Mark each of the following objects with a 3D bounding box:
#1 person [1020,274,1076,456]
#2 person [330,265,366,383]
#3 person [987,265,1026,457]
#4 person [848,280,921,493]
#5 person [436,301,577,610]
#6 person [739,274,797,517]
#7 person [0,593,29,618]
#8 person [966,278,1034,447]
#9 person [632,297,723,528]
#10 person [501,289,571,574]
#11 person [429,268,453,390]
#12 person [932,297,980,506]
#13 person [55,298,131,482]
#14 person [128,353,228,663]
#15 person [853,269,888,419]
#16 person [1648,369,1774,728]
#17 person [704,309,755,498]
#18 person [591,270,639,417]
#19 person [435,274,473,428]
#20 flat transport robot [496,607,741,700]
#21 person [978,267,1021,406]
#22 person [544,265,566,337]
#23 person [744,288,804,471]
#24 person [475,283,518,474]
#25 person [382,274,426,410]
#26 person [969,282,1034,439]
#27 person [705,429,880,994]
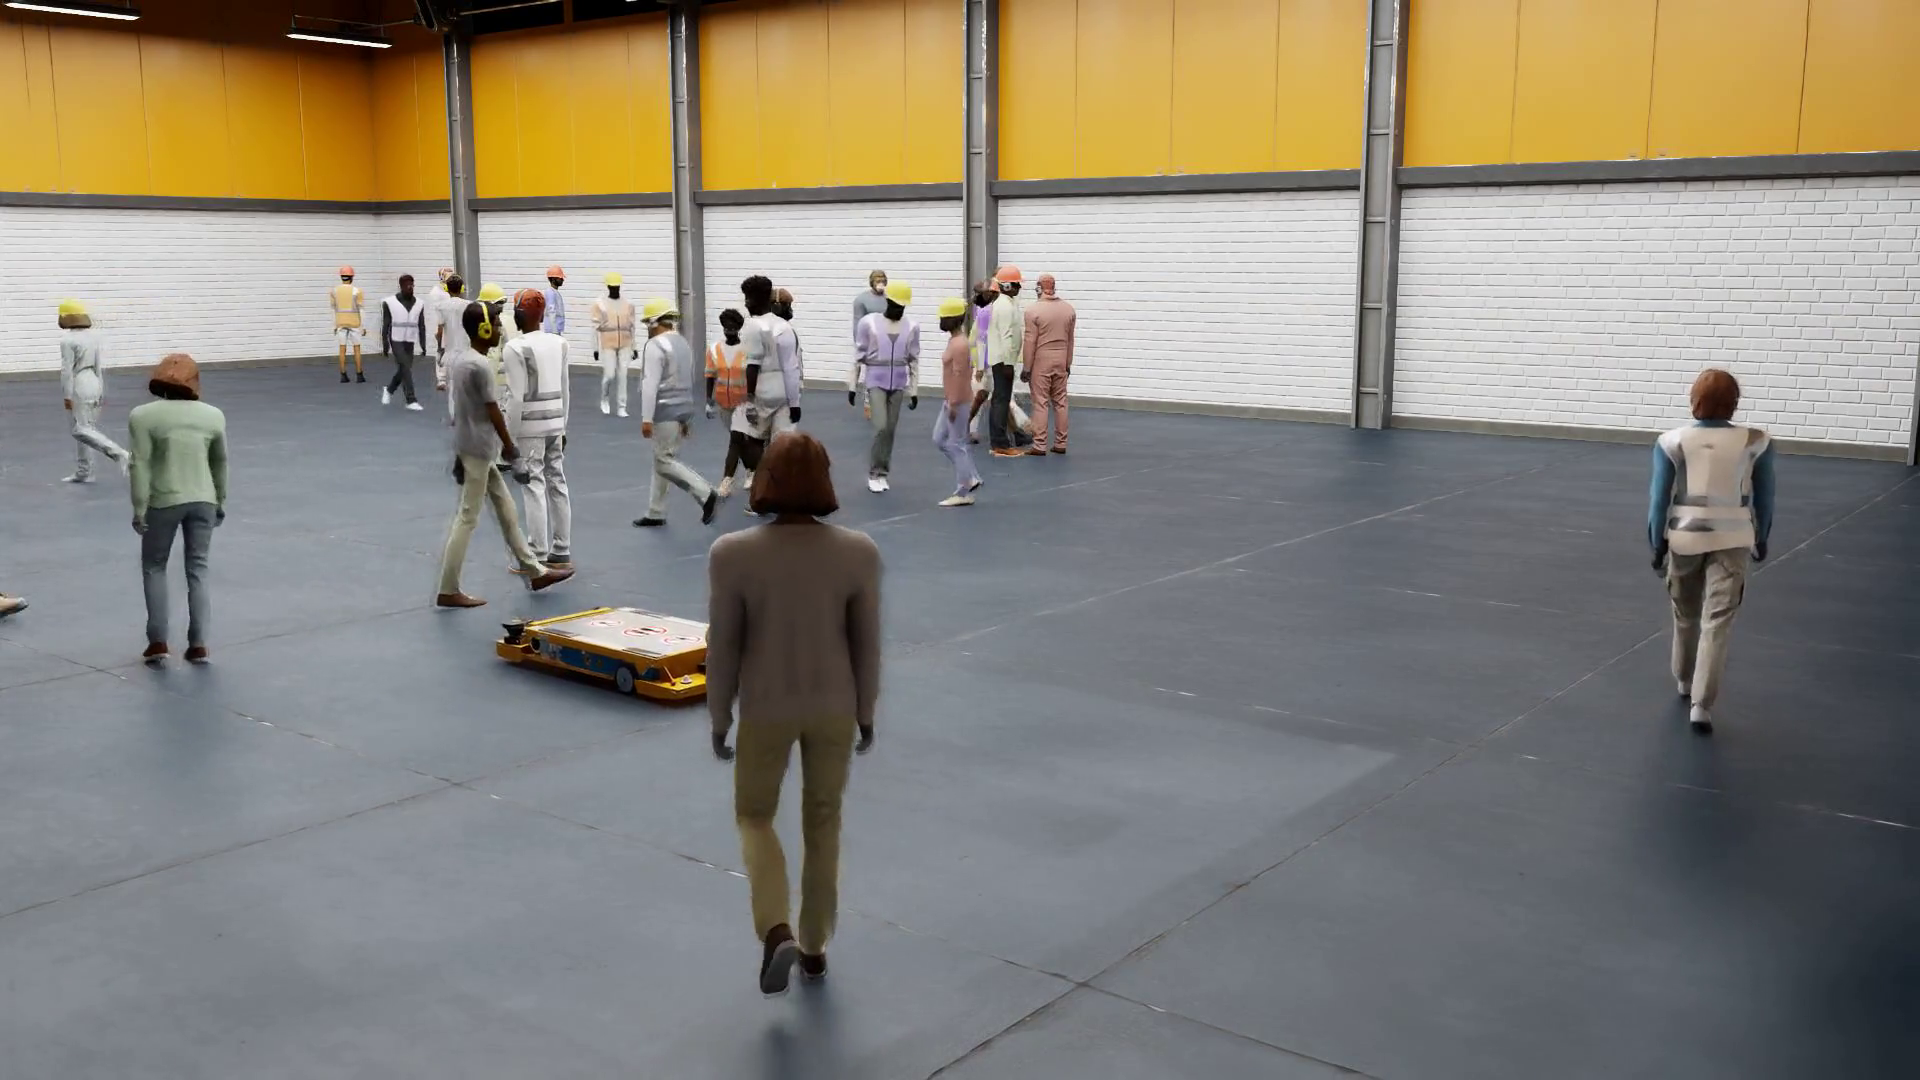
[{"bbox_3d":[0.905,-1.837,17.511,0.638,1.903,0.408,-7,12,-34],"label":"person"},{"bbox_3d":[-10.047,-3.546,27.365,0.542,1.935,0.377,-1,10,-5],"label":"person"},{"bbox_3d":[0.484,-1.867,17.410,0.394,1.993,0.612,-1,10,-6],"label":"person"},{"bbox_3d":[-0.636,-1.357,14.776,0.645,1.879,0.631,-4,11,-23],"label":"person"},{"bbox_3d":[-2.751,-0.505,9.978,0.933,1.830,0.515,-4,11,-24],"label":"person"},{"bbox_3d":[-1.523,-1.166,13.446,0.423,1.950,0.704,5,11,26],"label":"person"},{"bbox_3d":[-5.944,-0.526,9.628,1.036,1.987,0.626,2,10,11],"label":"person"},{"bbox_3d":[0.387,-1.957,18.300,1.038,1.870,0.556,4,10,20],"label":"person"},{"bbox_3d":[-2.169,-0.959,12.743,0.726,1.793,0.633,3,10,16],"label":"person"},{"bbox_3d":[-2.802,-0.708,10.989,0.356,1.883,0.572,5,11,26],"label":"person"},{"bbox_3d":[-7.971,-3.277,25.903,0.401,1.903,0.644,2,10,12],"label":"person"},{"bbox_3d":[-0.061,-1.149,13.886,0.360,1.754,0.535,-1,10,-5],"label":"person"},{"bbox_3d":[-8.002,-1.363,15.287,0.660,1.722,0.487,1,10,5],"label":"person"},{"bbox_3d":[-4.034,-0.166,8.642,0.446,1.593,0.537,9,13,43],"label":"person"},{"bbox_3d":[-1.022,-2.479,21.169,0.643,1.920,0.503,-5,11,-29],"label":"person"},{"bbox_3d":[3.405,0.025,7.571,0.506,1.592,0.883,5,11,29],"label":"person"},{"bbox_3d":[-1.965,-1.206,14.591,0.535,1.641,0.878,4,10,21],"label":"person"},{"bbox_3d":[-4.470,-2.541,21.600,0.586,1.913,0.422,-6,11,-30],"label":"person"},{"bbox_3d":[-6.121,-2.294,20.257,0.517,1.873,0.328,-5,11,-25],"label":"person"},{"bbox_3d":[-1.646,0.543,8.391,1.431,0.197,0.652,8,13,39],"label":"flat transport robot"},{"bbox_3d":[0.550,-2.813,23.078,0.629,1.940,0.379,4,11,24],"label":"person"},{"bbox_3d":[-6.187,-3.227,25.487,0.365,1.939,0.542,-2,10,-9],"label":"person"},{"bbox_3d":[-1.483,-1.117,13.503,0.430,1.840,0.623,-8,12,-38],"label":"person"},{"bbox_3d":[-4.457,-1.549,16.025,0.404,1.832,0.592,1,10,6],"label":"person"},{"bbox_3d":[-7.677,-2.719,22.800,0.902,1.865,0.604,8,12,38],"label":"person"},{"bbox_3d":[0.393,-2.033,18.952,0.889,1.816,0.632,0,10,1],"label":"person"},{"bbox_3d":[-0.456,0.505,4.693,0.500,1.624,0.483,-2,10,-14],"label":"person"}]
